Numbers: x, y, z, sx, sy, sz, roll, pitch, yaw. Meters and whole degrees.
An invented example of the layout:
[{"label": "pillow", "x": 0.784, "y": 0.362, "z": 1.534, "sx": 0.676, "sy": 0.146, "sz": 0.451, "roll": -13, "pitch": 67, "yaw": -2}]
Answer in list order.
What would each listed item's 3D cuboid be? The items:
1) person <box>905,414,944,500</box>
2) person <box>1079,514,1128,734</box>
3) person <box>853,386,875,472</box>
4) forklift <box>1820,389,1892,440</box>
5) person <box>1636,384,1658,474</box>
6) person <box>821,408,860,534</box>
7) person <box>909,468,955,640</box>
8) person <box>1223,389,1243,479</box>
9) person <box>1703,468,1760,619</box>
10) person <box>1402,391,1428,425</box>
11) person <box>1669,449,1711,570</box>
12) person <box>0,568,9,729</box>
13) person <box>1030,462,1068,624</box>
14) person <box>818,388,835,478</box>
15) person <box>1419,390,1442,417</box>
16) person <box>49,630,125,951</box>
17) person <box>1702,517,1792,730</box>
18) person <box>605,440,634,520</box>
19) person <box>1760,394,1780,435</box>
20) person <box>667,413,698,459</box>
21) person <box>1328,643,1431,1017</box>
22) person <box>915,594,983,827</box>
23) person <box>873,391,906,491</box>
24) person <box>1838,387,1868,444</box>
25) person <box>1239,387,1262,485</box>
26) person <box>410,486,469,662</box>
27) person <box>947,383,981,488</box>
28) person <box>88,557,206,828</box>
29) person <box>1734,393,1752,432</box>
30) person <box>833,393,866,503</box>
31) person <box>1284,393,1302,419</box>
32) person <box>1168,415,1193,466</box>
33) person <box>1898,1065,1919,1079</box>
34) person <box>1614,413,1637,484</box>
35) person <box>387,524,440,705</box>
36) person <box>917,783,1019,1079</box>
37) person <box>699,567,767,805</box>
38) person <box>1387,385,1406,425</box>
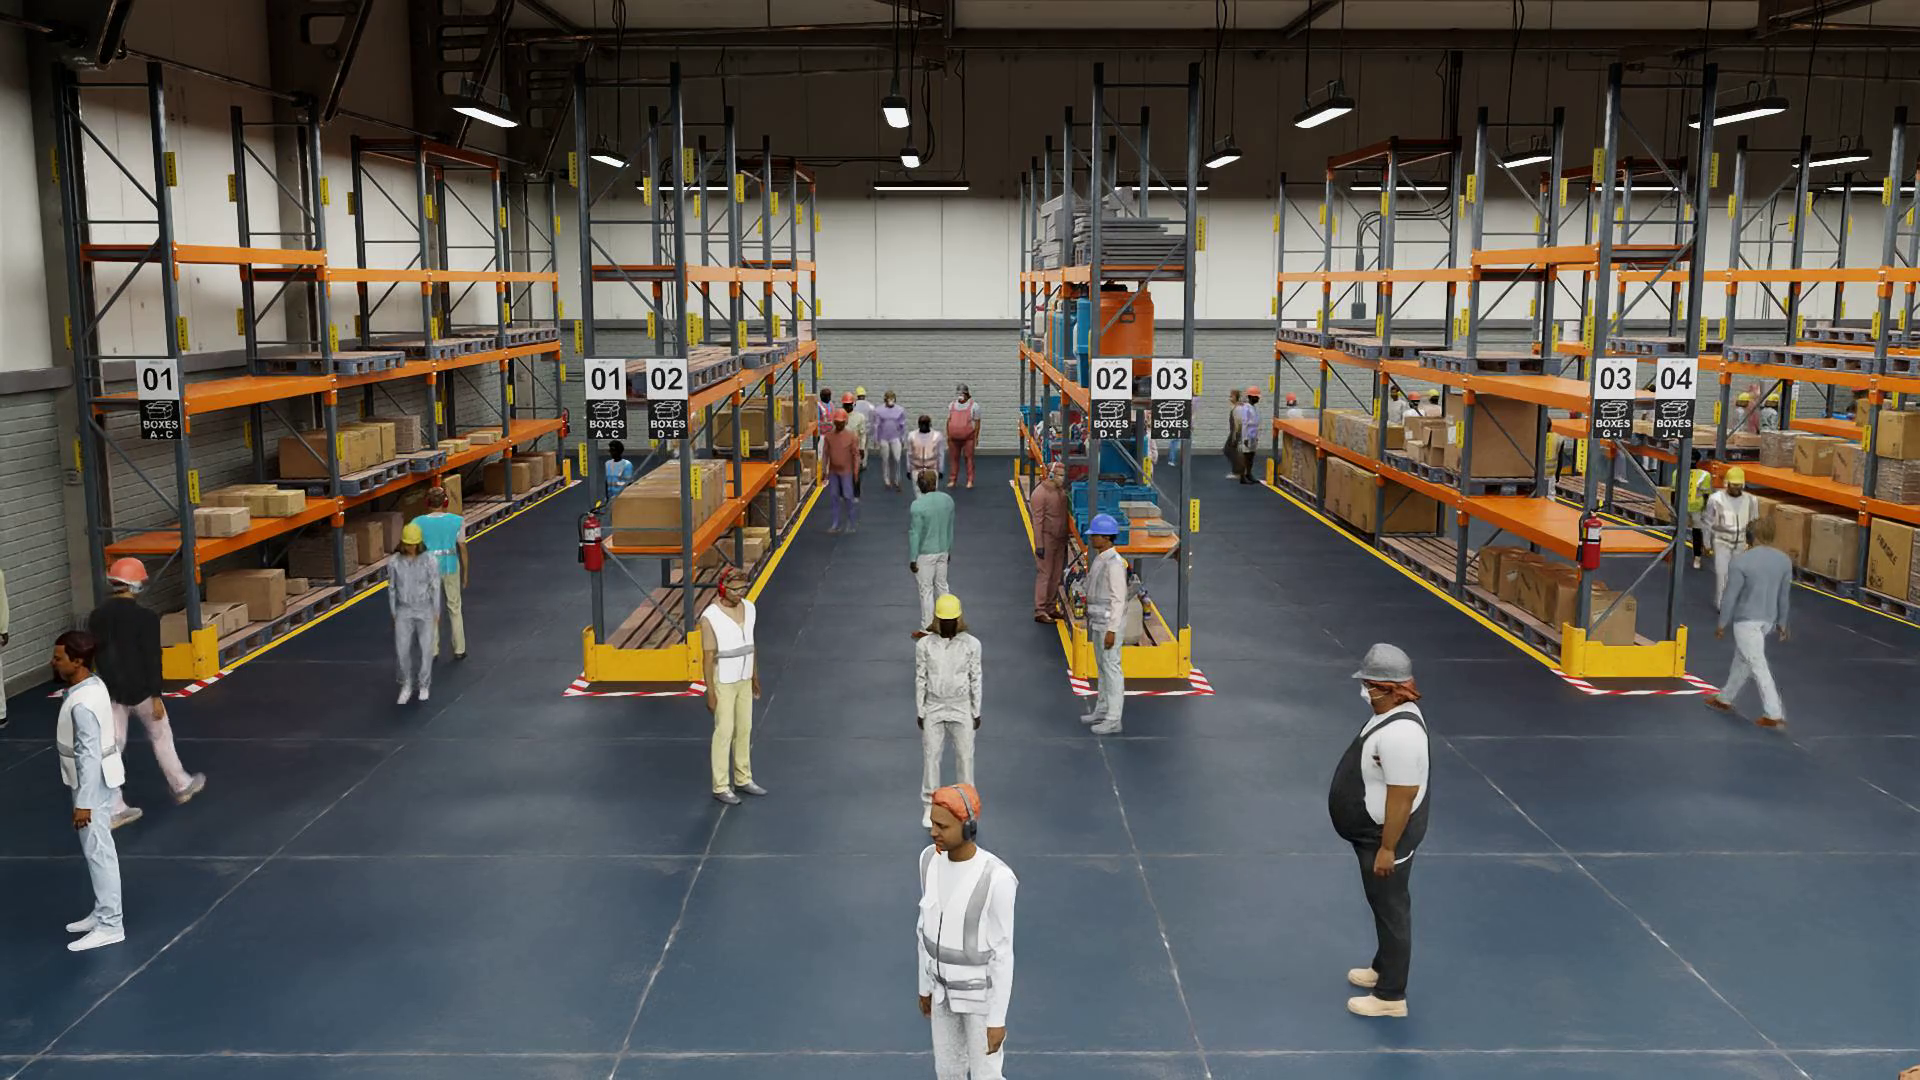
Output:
[{"label": "person", "x": -0.583, "y": -1.166, "z": 27.327, "sx": 0.632, "sy": 1.827, "sz": 0.517, "roll": 1, "pitch": 9, "yaw": 3}, {"label": "person", "x": 1.280, "y": 0.739, "z": 14.717, "sx": 0.402, "sy": 1.938, "sz": 0.602, "roll": -1, "pitch": 9, "yaw": -10}, {"label": "person", "x": -2.050, "y": -2.290, "z": 34.633, "sx": 0.608, "sy": 1.824, "sz": 0.580, "roll": -2, "pitch": 9, "yaw": -13}, {"label": "forklift", "x": 20.072, "y": -3.110, "z": 36.462, "sx": 1.873, "sy": 2.768, "sz": 1.129, "roll": 0, "pitch": 9, "yaw": 0}, {"label": "person", "x": 14.327, "y": -2.301, "z": 34.528, "sx": 0.512, "sy": 1.861, "sz": 0.338, "roll": -3, "pitch": 9, "yaw": -21}, {"label": "person", "x": -1.899, "y": -1.097, "z": 26.365, "sx": 0.626, "sy": 1.995, "sz": 0.386, "roll": 4, "pitch": 10, "yaw": 24}, {"label": "person", "x": -0.324, "y": 0.162, "z": 18.472, "sx": 0.378, "sy": 1.929, "sz": 0.635, "roll": 9, "pitch": 12, "yaw": 44}, {"label": "person", "x": 5.511, "y": -2.137, "z": 33.585, "sx": 0.437, "sy": 1.819, "sz": 0.563, "roll": 0, "pitch": 9, "yaw": 2}, {"label": "person", "x": 9.119, "y": 0.058, "z": 19.566, "sx": 0.596, "sy": 1.796, "sz": 0.866, "roll": 1, "pitch": 9, "yaw": 5}, {"label": "person", "x": 8.506, "y": -1.825, "z": 31.255, "sx": 0.544, "sy": 1.929, "sz": 0.389, "roll": -4, "pitch": 10, "yaw": -23}, {"label": "person", "x": 10.101, "y": -0.433, "z": 23.050, "sx": 0.533, "sy": 1.692, "sz": 0.320, "roll": 7, "pitch": 11, "yaw": 37}, {"label": "person", "x": -8.738, "y": 0.793, "z": 14.706, "sx": 0.590, "sy": 1.833, "sz": 0.404, "roll": -7, "pitch": 11, "yaw": -37}, {"label": "person", "x": 1.079, "y": 0.026, "z": 19.468, "sx": 0.401, "sy": 1.893, "sz": 0.656, "roll": 6, "pitch": 11, "yaw": 34}, {"label": "person", "x": -2.734, "y": -2.163, "z": 33.748, "sx": 0.431, "sy": 1.837, "sz": 0.632, "roll": 5, "pitch": 10, "yaw": 29}, {"label": "person", "x": 9.283, "y": -2.014, "z": 32.679, "sx": 0.591, "sy": 1.872, "sz": 0.795, "roll": 5, "pitch": 10, "yaw": 30}, {"label": "person", "x": -5.228, "y": 1.482, "z": 9.993, "sx": 0.391, "sy": 1.922, "sz": 0.593, "roll": -5, "pitch": 10, "yaw": -27}, {"label": "person", "x": 7.142, "y": 0.727, "z": 14.982, "sx": 0.644, "sy": 1.891, "sz": 1.005, "roll": -3, "pitch": 9, "yaw": -20}, {"label": "person", "x": -4.973, "y": -0.621, "z": 24.270, "sx": 0.537, "sy": 1.690, "sz": 0.320, "roll": 6, "pitch": 11, "yaw": 33}, {"label": "person", "x": 16.352, "y": -2.090, "z": 33.593, "sx": 0.324, "sy": 1.730, "sz": 0.491, "roll": -1, "pitch": 9, "yaw": -4}, {"label": "person", "x": -5.103, "y": -1.716, "z": 30.579, "sx": 0.588, "sy": 1.921, "sz": 0.523, "roll": -2, "pitch": 9, "yaw": -10}, {"label": "person", "x": 2.284, "y": 1.562, "z": 9.095, "sx": 0.535, "sy": 2.000, "sz": 0.687, "roll": 2, "pitch": 9, "yaw": 15}, {"label": "person", "x": -0.081, "y": 1.246, "z": 12.123, "sx": 0.495, "sy": 1.735, "sz": 0.326, "roll": 0, "pitch": 9, "yaw": 3}, {"label": "person", "x": -1.333, "y": -1.872, "z": 31.577, "sx": 0.648, "sy": 1.908, "sz": 0.803, "roll": -1, "pitch": 9, "yaw": -9}, {"label": "person", "x": 17.661, "y": -2.132, "z": 32.941, "sx": 0.632, "sy": 2.003, "sz": 0.894, "roll": -7, "pitch": 11, "yaw": -37}, {"label": "person", "x": 5.737, "y": -2.053, "z": 32.718, "sx": 0.387, "sy": 1.929, "sz": 0.545, "roll": 6, "pitch": 11, "yaw": 34}, {"label": "person", "x": -5.447, "y": 0.361, "z": 17.439, "sx": 0.563, "sy": 1.847, "sz": 0.389, "roll": -2, "pitch": 9, "yaw": -15}, {"label": "person", "x": 0.037, "y": -2.005, "z": 32.041, "sx": 0.674, "sy": 2.000, "sz": 0.535, "roll": 3, "pitch": 9, "yaw": 18}, {"label": "person", "x": -6.096, "y": 1.088, "z": 12.404, "sx": 0.652, "sy": 1.951, "sz": 0.962, "roll": 2, "pitch": 9, "yaw": 12}, {"label": "person", "x": 15.797, "y": -2.106, "z": 33.645, "sx": 0.321, "sy": 1.742, "sz": 0.492, "roll": 2, "pitch": 9, "yaw": 15}, {"label": "person", "x": -1.995, "y": -1.647, "z": 29.887, "sx": 0.608, "sy": 1.995, "sz": 0.377, "roll": 1, "pitch": 9, "yaw": 7}, {"label": "person", "x": 6.724, "y": -2.124, "z": 33.759, "sx": 0.369, "sy": 1.735, "sz": 0.590, "roll": 6, "pitch": 11, "yaw": 34}, {"label": "person", "x": 4.702, "y": -2.474, "z": 35.569, "sx": 0.600, "sy": 1.887, "sz": 0.976, "roll": -1, "pitch": 9, "yaw": -5}, {"label": "person", "x": 2.960, "y": 2.390, "z": 5.109, "sx": 0.287, "sy": 1.625, "sz": 0.497, "roll": 4, "pitch": 10, "yaw": 25}, {"label": "person", "x": 13.128, "y": -1.970, "z": 32.821, "sx": 0.635, "sy": 1.718, "sz": 0.734, "roll": -3, "pitch": 9, "yaw": -19}, {"label": "person", "x": -5.152, "y": 0.699, "z": 15.705, "sx": 0.484, "sy": 1.713, "sz": 0.582, "roll": -2, "pitch": 9, "yaw": -11}, {"label": "person", "x": 0.015, "y": 1.952, "z": 7.121, "sx": 0.357, "sy": 1.879, "sz": 0.574, "roll": -8, "pitch": 12, "yaw": -41}, {"label": "person", "x": -1.765, "y": 1.102, "z": 12.732, "sx": 0.394, "sy": 1.832, "sz": 0.576, "roll": 6, "pitch": 10, "yaw": 32}, {"label": "person", "x": 8.977, "y": -2.265, "z": 34.318, "sx": 0.337, "sy": 1.859, "sz": 0.503, "roll": -6, "pitch": 11, "yaw": -34}]
